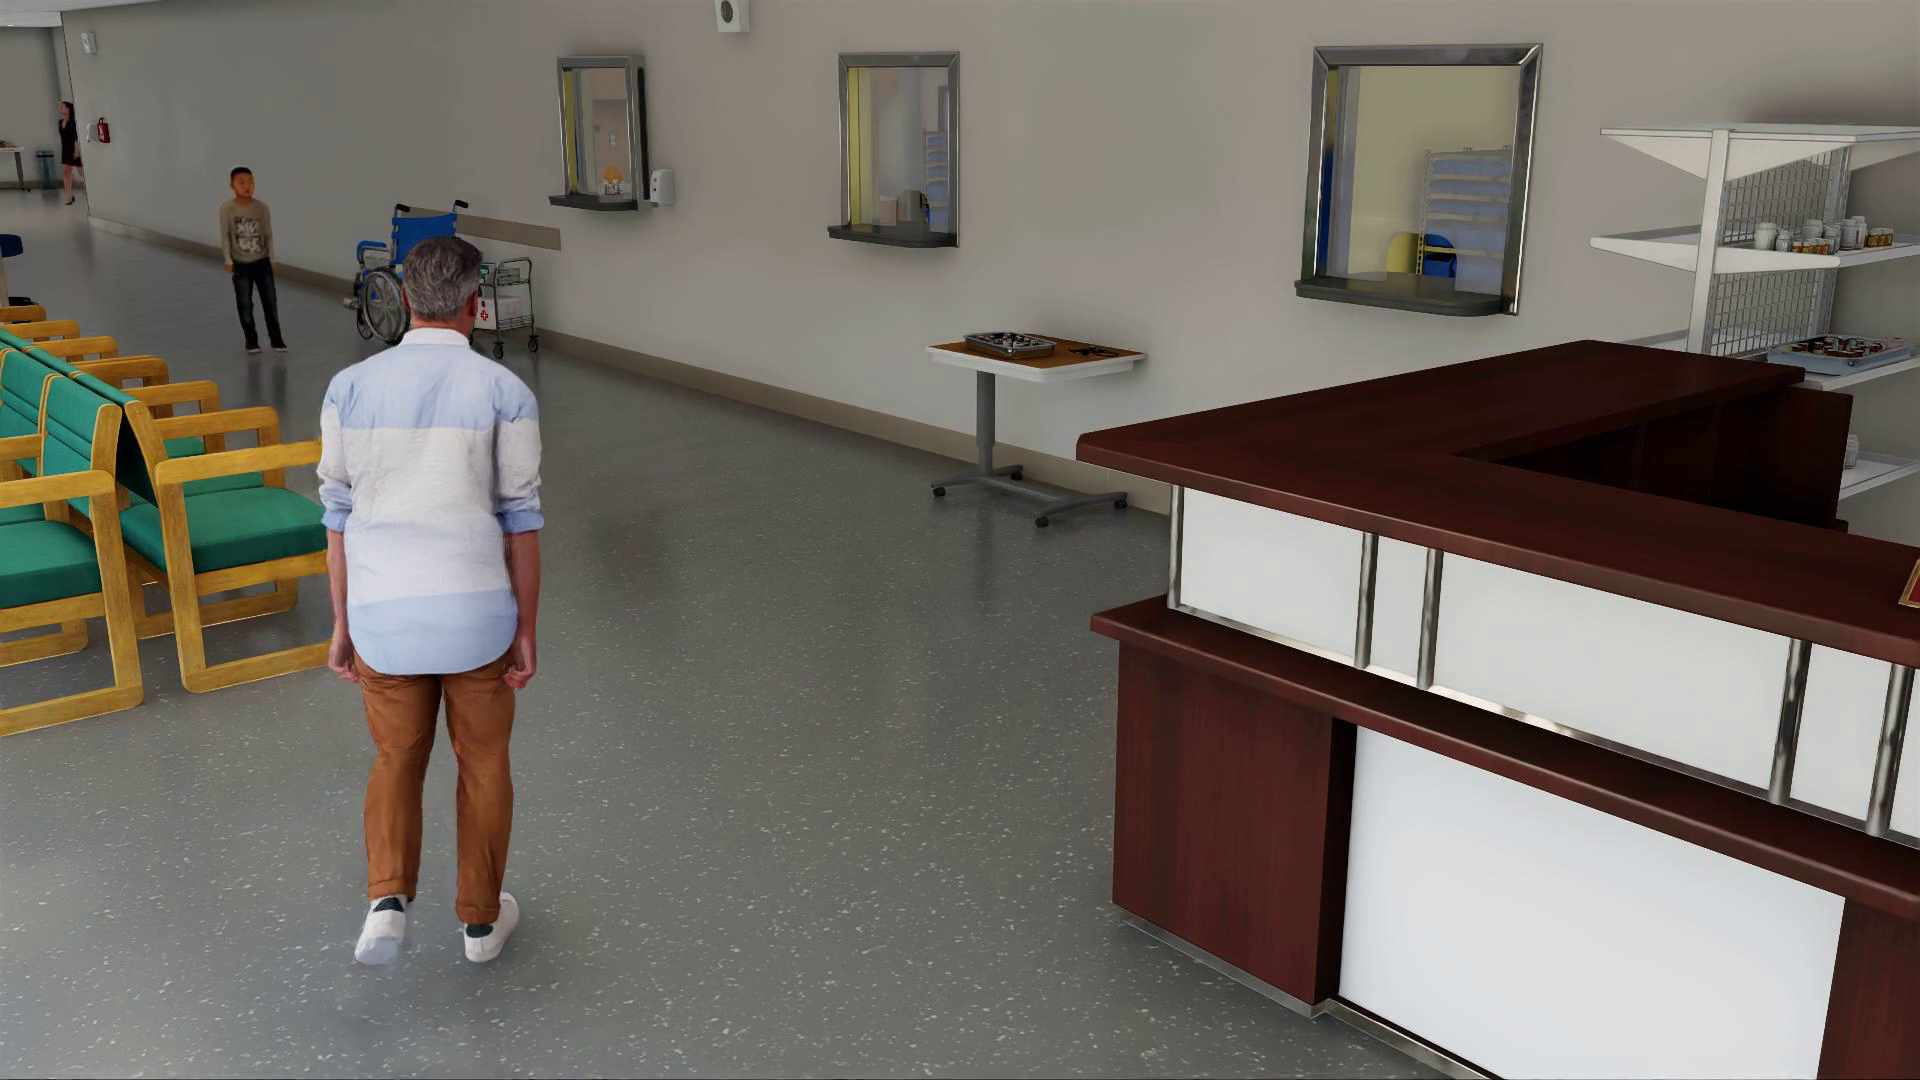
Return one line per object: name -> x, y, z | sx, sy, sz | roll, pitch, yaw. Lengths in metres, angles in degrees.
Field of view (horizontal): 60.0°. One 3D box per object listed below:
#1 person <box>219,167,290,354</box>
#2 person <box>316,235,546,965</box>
person -> -5.640, -2.199, 13.157 | 0.692, 1.448, 0.661 | -9, 18, -30
person -> -1.268, 0.215, 3.980 | 0.969, 1.781, 1.008 | -1, 16, -5
